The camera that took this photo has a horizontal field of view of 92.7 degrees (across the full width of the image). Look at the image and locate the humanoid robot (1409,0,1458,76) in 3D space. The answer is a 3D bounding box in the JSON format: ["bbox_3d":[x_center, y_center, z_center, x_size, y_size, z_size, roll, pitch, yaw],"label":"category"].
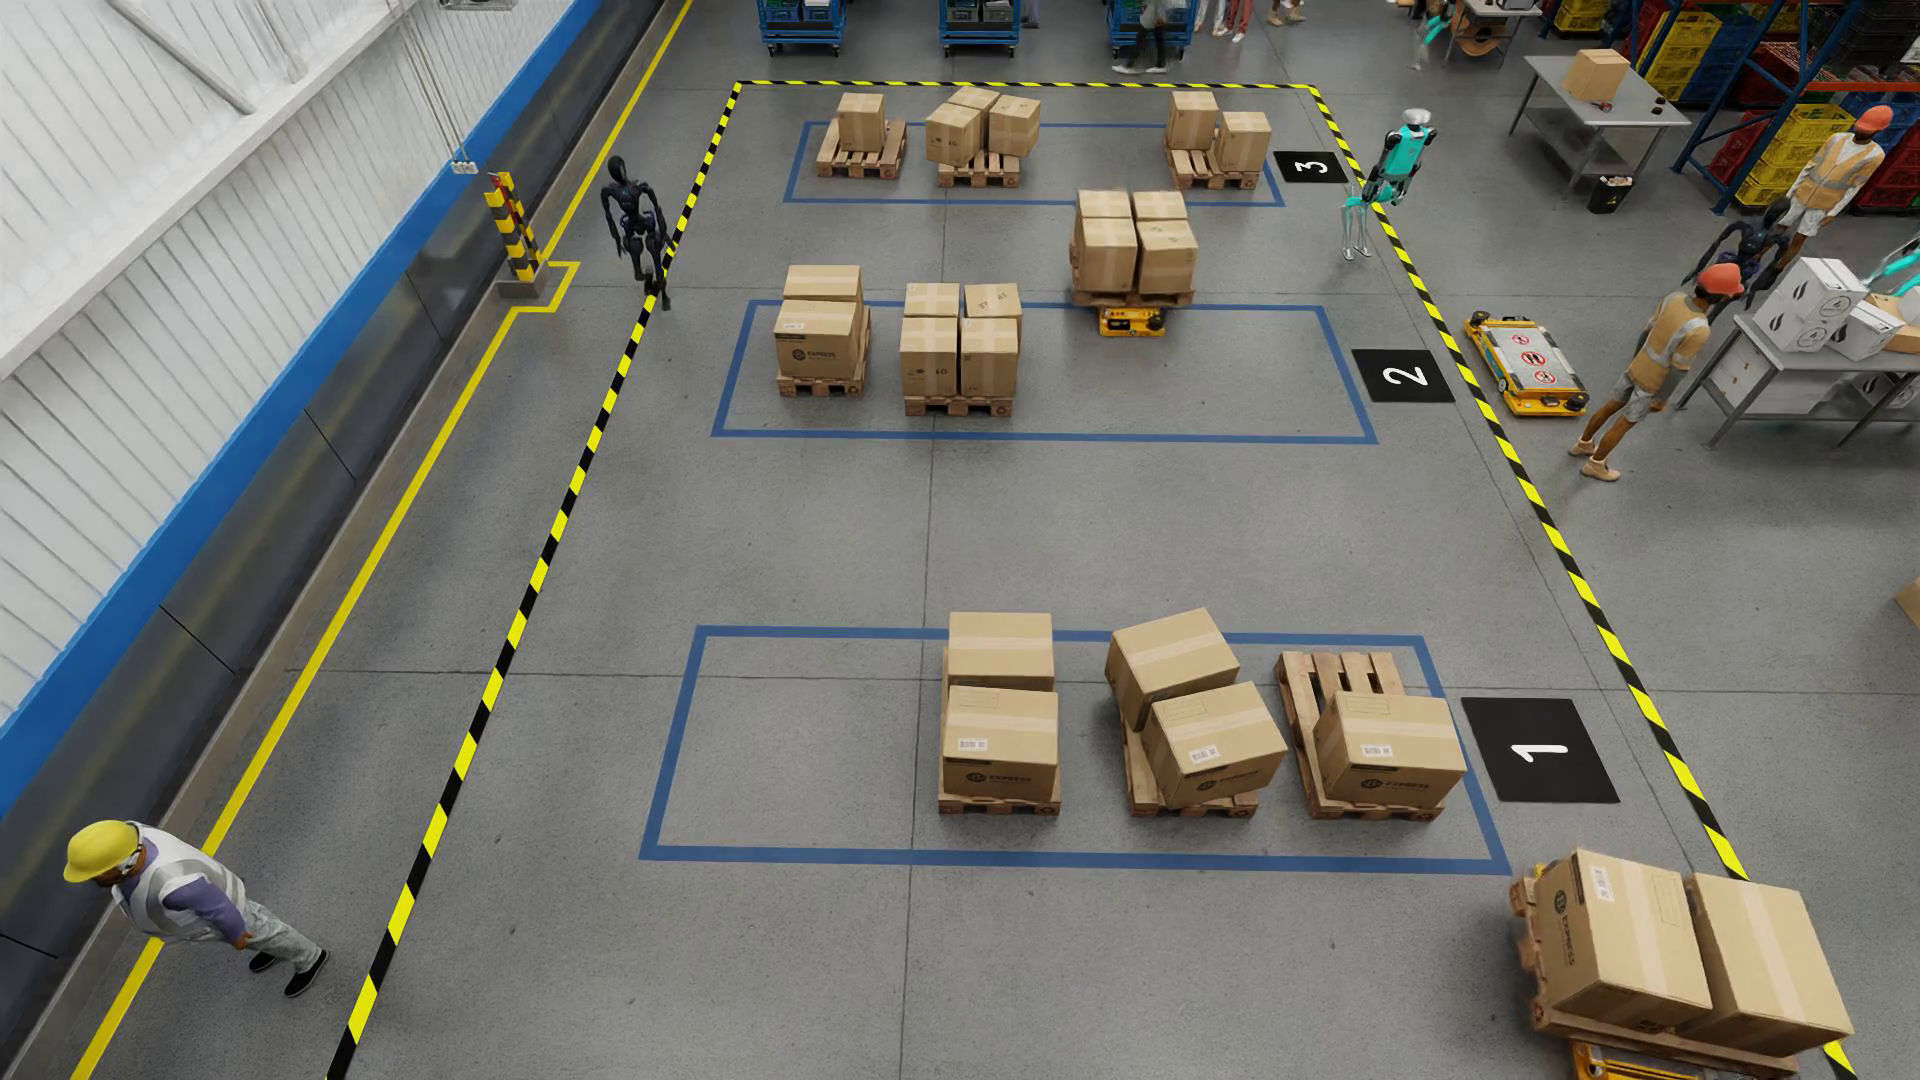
[{"bbox_3d":[6.885,-7.620,13.174,0.754,1.816,0.564,22,53,18],"label":"humanoid robot"}]

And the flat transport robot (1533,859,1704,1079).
[{"bbox_3d":[3.816,2.602,5.263,0.652,0.197,1.431,9,50,7],"label":"flat transport robot"}]

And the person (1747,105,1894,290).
[{"bbox_3d":[8.837,-3.521,9.477,0.353,1.939,0.541,-22,53,-18],"label":"person"}]

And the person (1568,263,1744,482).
[{"bbox_3d":[5.697,-1.358,7.534,0.366,2.048,0.604,4,49,3],"label":"person"}]

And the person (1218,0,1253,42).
[{"bbox_3d":[4.373,-8.670,13.946,0.392,1.920,0.587,-30,55,-23],"label":"person"}]

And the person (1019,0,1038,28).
[{"bbox_3d":[1.023,-8.926,14.274,0.563,1.743,0.557,5,49,5],"label":"person"}]

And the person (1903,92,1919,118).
[{"bbox_3d":[13.000,-6.279,11.931,0.537,1.832,0.495,7,49,6],"label":"person"}]

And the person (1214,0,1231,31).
[{"bbox_3d":[4.275,-9.027,14.396,0.499,1.706,0.685,12,50,10],"label":"person"}]

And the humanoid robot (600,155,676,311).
[{"bbox_3d":[-3.222,-3.123,9.308,0.598,1.647,0.427,-7,50,-6],"label":"humanoid robot"}]

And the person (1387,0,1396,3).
[{"bbox_3d":[7.484,-9.835,14.987,0.329,1.872,0.510,26,54,20],"label":"person"}]

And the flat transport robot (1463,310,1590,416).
[{"bbox_3d":[5.573,-1.757,9.054,0.659,0.231,1.431,1,49,1],"label":"flat transport robot"}]

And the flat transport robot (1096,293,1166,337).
[{"bbox_3d":[1.793,-2.694,9.847,0.652,0.197,1.431,1,49,1],"label":"flat transport robot"}]

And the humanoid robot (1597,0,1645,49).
[{"bbox_3d":[9.529,-7.669,13.254,0.680,1.639,0.588,-8,50,-7],"label":"humanoid robot"}]

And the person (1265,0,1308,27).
[{"bbox_3d":[5.384,-9.133,14.299,0.645,1.991,0.649,36,58,27],"label":"person"}]

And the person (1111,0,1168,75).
[{"bbox_3d":[2.672,-7.618,13.104,0.913,1.807,0.608,4,49,3],"label":"person"}]

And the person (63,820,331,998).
[{"bbox_3d":[-3.980,1.937,4.819,0.589,1.837,0.404,23,53,18],"label":"person"}]

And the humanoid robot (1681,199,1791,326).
[{"bbox_3d":[7.407,-2.538,8.831,0.615,1.634,0.772,36,58,27],"label":"humanoid robot"}]

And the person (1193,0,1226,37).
[{"bbox_3d":[3.983,-8.789,14.100,0.626,1.844,0.429,22,53,18],"label":"person"}]

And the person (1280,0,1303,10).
[{"bbox_3d":[5.620,-9.697,14.869,0.528,1.868,0.310,-36,58,-27],"label":"person"}]

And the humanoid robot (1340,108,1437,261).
[{"bbox_3d":[4.466,-3.854,9.809,0.533,1.677,0.735,-11,50,-9],"label":"humanoid robot"}]

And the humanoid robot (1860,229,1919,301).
[{"bbox_3d":[9.371,-2.738,8.940,1.017,1.748,0.540,-14,51,-12],"label":"humanoid robot"}]
